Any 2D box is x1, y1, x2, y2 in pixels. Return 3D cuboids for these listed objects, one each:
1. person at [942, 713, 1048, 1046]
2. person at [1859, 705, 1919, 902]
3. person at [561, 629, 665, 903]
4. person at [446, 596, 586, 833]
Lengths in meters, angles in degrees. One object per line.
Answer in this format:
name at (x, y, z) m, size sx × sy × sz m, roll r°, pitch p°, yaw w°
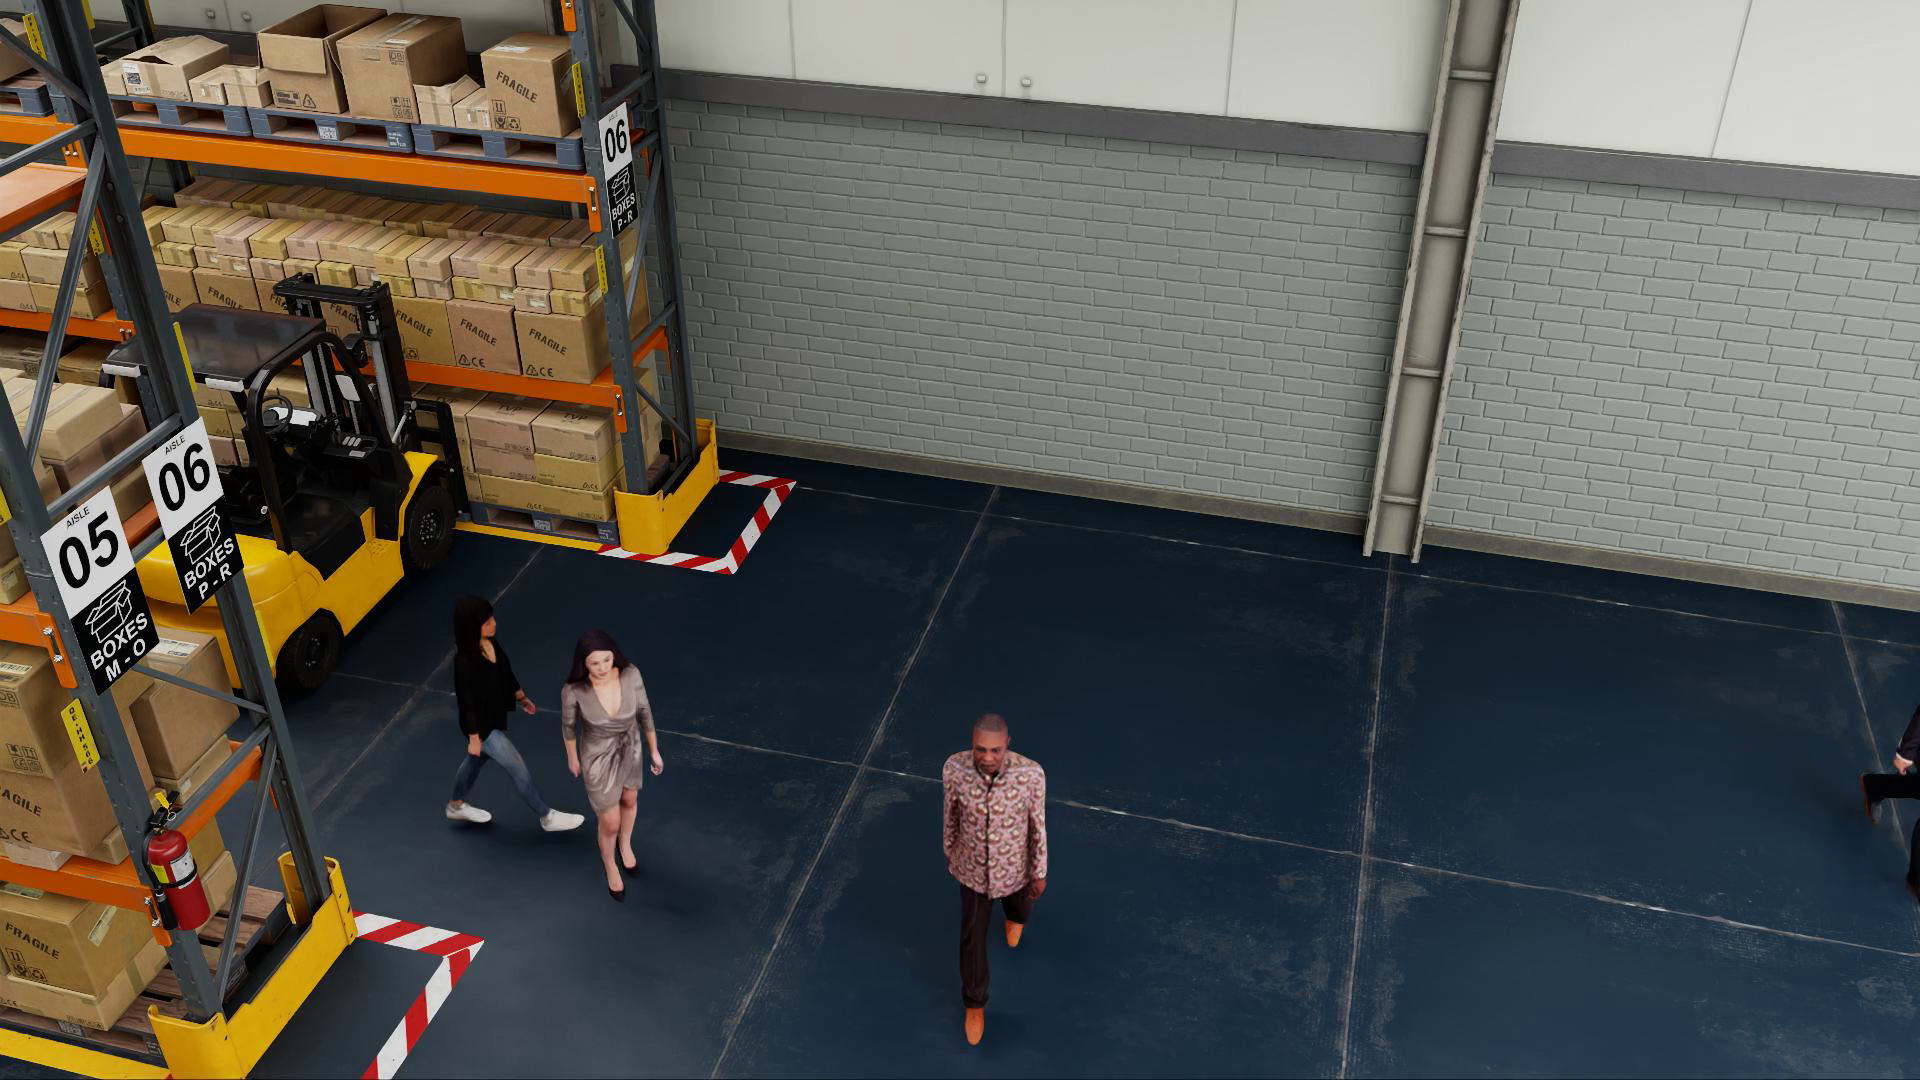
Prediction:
person at (0.195, 1.537, 8.235) m, size 1.151 × 1.787 × 0.880 m, roll 3°, pitch 33°, yaw 4°
person at (5.295, 1.063, 8.966) m, size 1.199 × 1.785 × 1.094 m, roll -7°, pitch 34°, yaw -11°
person at (-1.892, 1.120, 8.930) m, size 0.740 × 1.730 × 0.795 m, roll -21°, pitch 39°, yaw -29°
person at (-2.699, 0.990, 9.241) m, size 1.102 × 1.608 × 0.757 m, roll 1°, pitch 33°, yaw 1°
